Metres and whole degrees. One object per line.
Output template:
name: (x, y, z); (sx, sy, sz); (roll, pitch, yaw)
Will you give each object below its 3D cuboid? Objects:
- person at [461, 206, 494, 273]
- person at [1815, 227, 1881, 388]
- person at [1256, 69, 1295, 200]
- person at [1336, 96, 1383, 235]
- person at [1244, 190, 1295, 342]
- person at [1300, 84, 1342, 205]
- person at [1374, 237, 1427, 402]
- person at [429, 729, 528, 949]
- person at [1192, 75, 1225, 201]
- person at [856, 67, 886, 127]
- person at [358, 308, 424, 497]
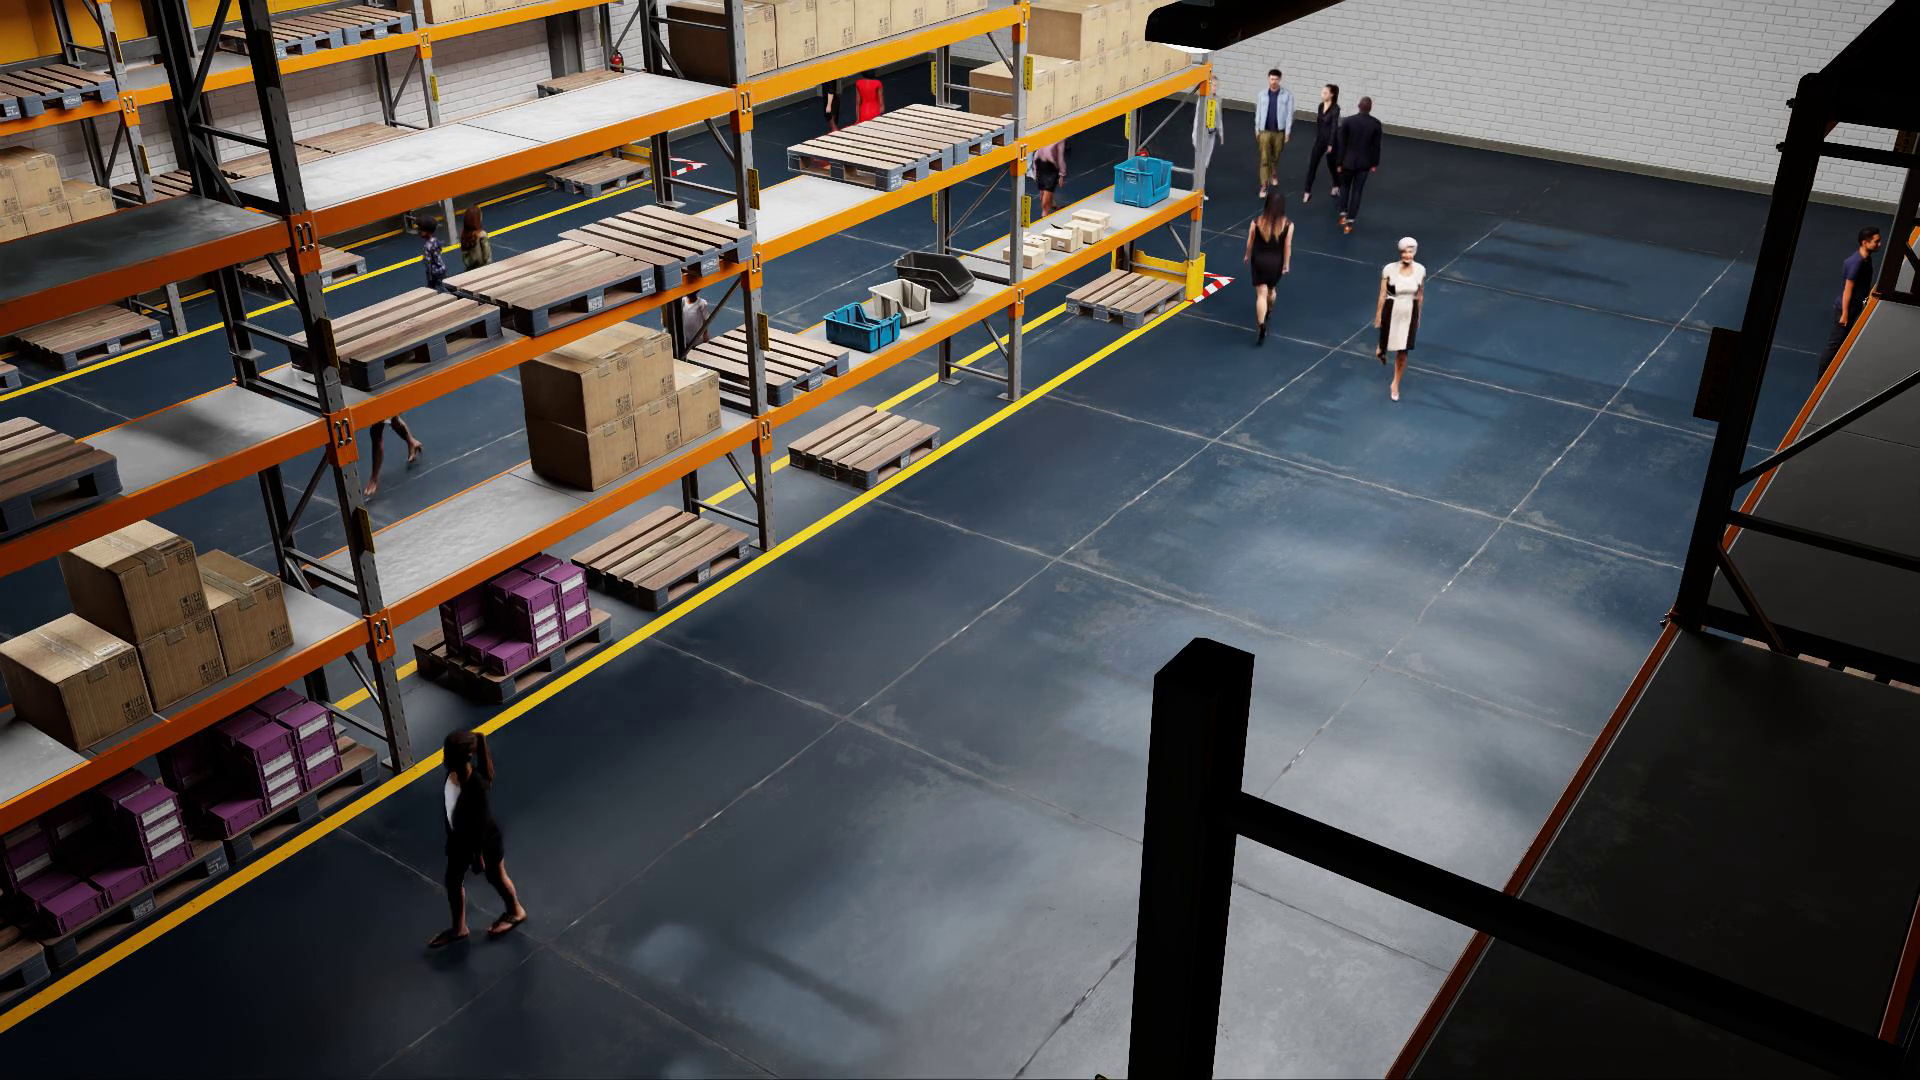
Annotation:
person: (-5.585, -3.089, 19.152); (0.644, 1.440, 0.956); (15, 32, 25)
person: (9.416, -2.468, 17.645); (0.704, 1.793, 0.465); (20, 34, 32)
person: (4.502, -5.863, 23.898); (1.013, 1.766, 1.295); (3, 29, 6)
person: (5.301, -4.994, 22.276); (0.875, 1.792, 0.991); (8, 30, 15)
person: (3.489, -3.068, 18.870); (0.995, 1.672, 1.167); (2, 29, 4)
person: (5.210, -5.557, 23.435); (1.097, 1.671, 0.785); (-18, 33, -29)
person: (4.602, -2.361, 17.503); (0.905, 1.740, 1.028); (0, 29, 0)
person: (-2.884, 1.768, 10.146); (0.630, 1.538, 0.858); (24, 37, 37)
person: (3.432, -5.720, 23.619); (0.650, 1.781, 0.768); (-19, 34, -31)
person: (-1.343, -6.168, 24.492); (0.708, 1.732, 0.843); (8, 30, 14)
person: (-5.443, -1.367, 15.707); (0.829, 1.716, 1.267); (10, 30, 17)
